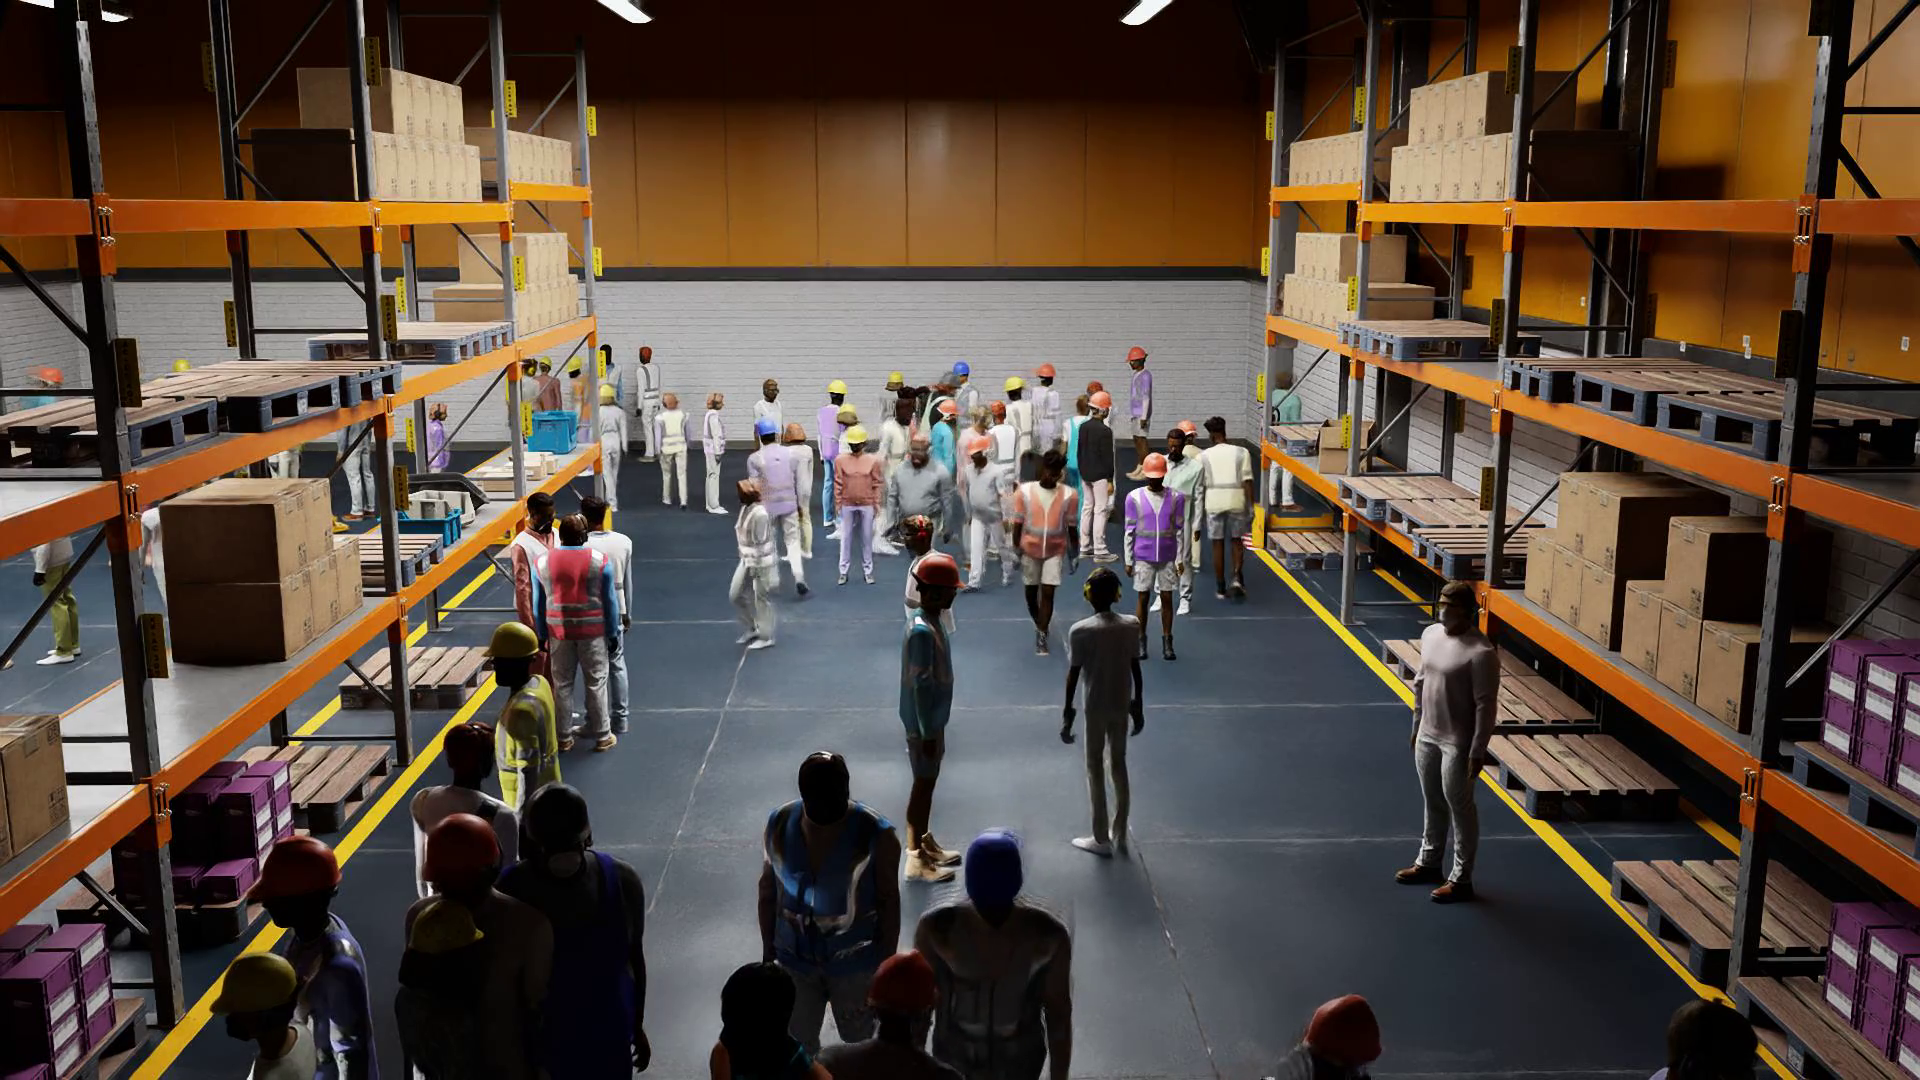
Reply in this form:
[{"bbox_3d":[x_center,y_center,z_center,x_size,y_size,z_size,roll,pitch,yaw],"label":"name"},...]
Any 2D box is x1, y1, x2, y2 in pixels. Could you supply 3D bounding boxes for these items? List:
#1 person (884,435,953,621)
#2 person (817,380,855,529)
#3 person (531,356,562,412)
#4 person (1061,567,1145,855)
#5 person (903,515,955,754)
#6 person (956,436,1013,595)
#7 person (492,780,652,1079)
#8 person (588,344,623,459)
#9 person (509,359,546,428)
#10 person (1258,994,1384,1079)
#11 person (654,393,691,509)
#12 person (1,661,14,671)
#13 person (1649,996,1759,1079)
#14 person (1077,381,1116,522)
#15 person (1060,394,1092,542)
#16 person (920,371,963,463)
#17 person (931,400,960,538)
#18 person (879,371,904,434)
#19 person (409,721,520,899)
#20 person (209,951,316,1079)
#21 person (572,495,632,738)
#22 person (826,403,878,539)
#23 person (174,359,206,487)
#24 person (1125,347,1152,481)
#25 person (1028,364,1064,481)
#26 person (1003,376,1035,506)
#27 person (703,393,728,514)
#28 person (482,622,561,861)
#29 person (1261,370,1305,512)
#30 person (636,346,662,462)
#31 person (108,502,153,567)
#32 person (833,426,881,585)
[{"bbox_3d":[-0.411,-0.156,16.903,0.640,1.859,1.009,5,12,24],"label":"person"},{"bbox_3d":[-1.592,-1.100,21.457,0.589,1.918,0.409,10,15,42],"label":"person"},{"bbox_3d":[-6.665,-2.078,26.778,0.533,1.757,0.336,0,11,-2],"label":"person"},{"bbox_3d":[0.910,1.095,10.641,0.563,1.850,0.384,-5,12,-22],"label":"person"},{"bbox_3d":[-0.234,0.712,12.593,0.388,1.837,0.560,-1,11,-6],"label":"person"},{"bbox_3d":[0.312,-0.279,17.916,0.653,1.690,0.916,8,14,36],"label":"person"},{"bbox_3d":[-1.459,1.876,6.224,0.676,2.000,0.536,-6,13,-29],"label":"person"},{"bbox_3d":[-5.807,-2.257,27.289,0.592,1.915,0.403,-8,14,-36],"label":"person"},{"bbox_3d":[-6.619,-1.877,25.606,0.522,1.818,0.900,5,12,23],"label":"person"},{"bbox_3d":[1.108,2.238,5.163,0.589,1.735,0.428,10,15,40],"label":"person"},{"bbox_3d":[-3.943,-1.231,22.910,0.511,1.598,0.822,-3,12,-16],"label":"person"},{"bbox_3d":[-8.750,0.271,14.794,0.502,1.838,0.343,6,13,26],"label":"person"},{"bbox_3d":[2.056,2.217,4.781,0.373,1.938,0.630,7,13,30],"label":"person"},{"bbox_3d":[1.829,-1.182,22.026,0.576,1.856,0.914,-3,12,-16],"label":"person"},{"bbox_3d":[1.561,-0.900,20.707,0.511,1.823,0.638,9,14,38],"label":"person"},{"bbox_3d":[-0.233,-1.266,21.982,0.593,2.000,0.737,-6,13,-27],"label":"person"},{"bbox_3d":[-0.175,-0.893,20.873,0.352,1.738,0.573,-4,12,-17],"label":"person"},{"bbox_3d":[-0.944,-1.604,24.423,0.493,1.743,0.313,5,12,22],"label":"person"},{"bbox_3d":[-2.173,1.725,7.405,0.578,1.876,0.361,6,13,27],"label":"person"},{"bbox_3d":[-2.218,2.172,5.433,0.319,1.766,0.534,-3,12,-14],"label":"person"},{"bbox_3d":[-2.803,0.597,12.984,0.407,1.909,0.594,10,15,40],"label":"person"},{"bbox_3d":[-1.382,-0.866,20.840,0.642,1.687,0.509,-6,13,-26],"label":"person"},{"bbox_3d":[-11.412,-1.703,24.501,0.404,1.918,0.583,11,15,43],"label":"person"},{"bbox_3d":[2.708,-1.918,25.297,0.409,2.029,0.612,-2,12,-12],"label":"person"},{"bbox_3d":[1.310,-1.566,23.818,0.830,1.908,0.553,-9,14,-37],"label":"person"},{"bbox_3d":[0.661,-1.222,22.106,0.599,1.900,0.601,8,14,33],"label":"person"},{"bbox_3d":[-3.323,-1.176,22.547,0.311,1.636,0.522,-3,12,-15],"label":"person"},{"bbox_3d":[-2.347,1.381,8.990,0.373,1.928,0.584,-1,11,-7],"label":"person"},{"bbox_3d":[4.416,-1.335,22.672,0.336,1.923,0.757,-10,15,-40],"label":"person"},{"bbox_3d":[-5.080,-2.217,27.142,0.337,1.882,0.584,5,12,24],"label":"person"},{"bbox_3d":[-9.573,-0.695,19.116,0.690,2.000,0.534,1,11,4],"label":"person"},{"bbox_3d":[-1.123,-0.380,18.240,0.523,1.763,0.329,-1,11,-4],"label":"person"}]
